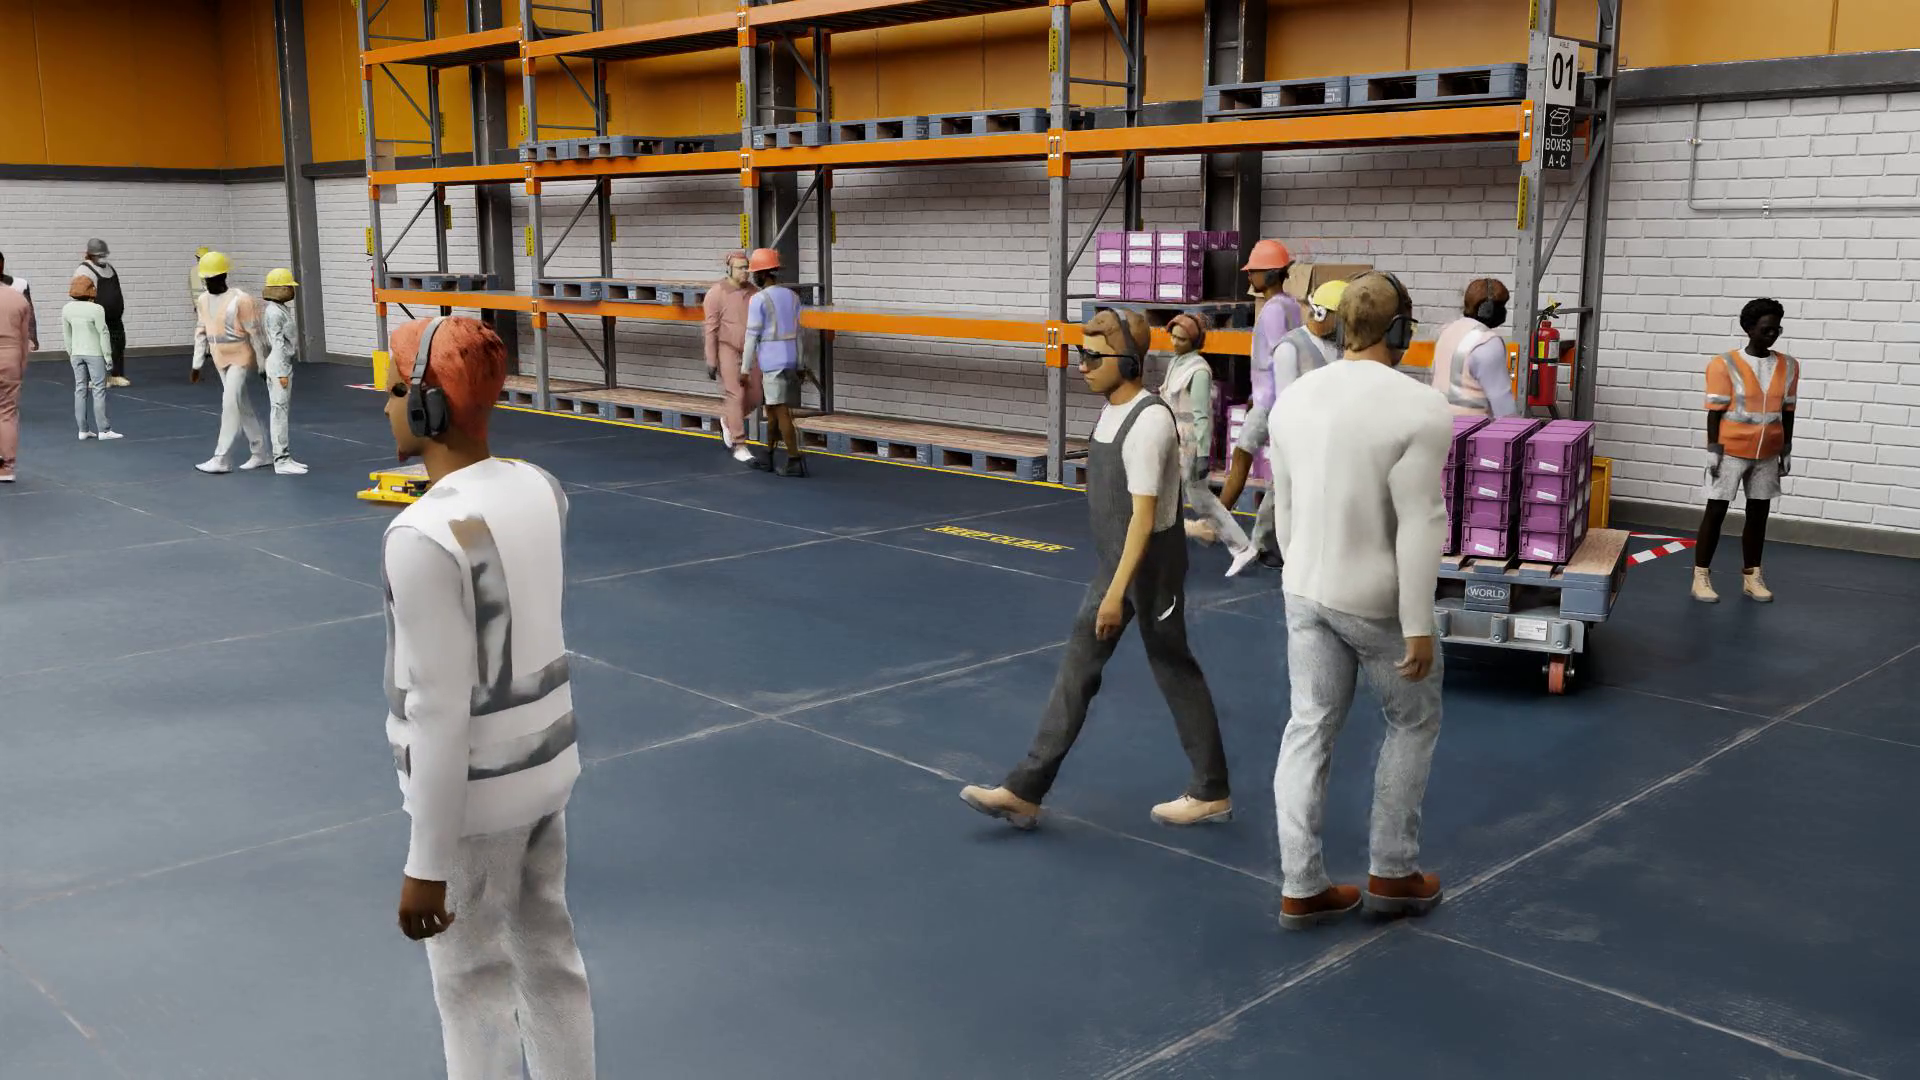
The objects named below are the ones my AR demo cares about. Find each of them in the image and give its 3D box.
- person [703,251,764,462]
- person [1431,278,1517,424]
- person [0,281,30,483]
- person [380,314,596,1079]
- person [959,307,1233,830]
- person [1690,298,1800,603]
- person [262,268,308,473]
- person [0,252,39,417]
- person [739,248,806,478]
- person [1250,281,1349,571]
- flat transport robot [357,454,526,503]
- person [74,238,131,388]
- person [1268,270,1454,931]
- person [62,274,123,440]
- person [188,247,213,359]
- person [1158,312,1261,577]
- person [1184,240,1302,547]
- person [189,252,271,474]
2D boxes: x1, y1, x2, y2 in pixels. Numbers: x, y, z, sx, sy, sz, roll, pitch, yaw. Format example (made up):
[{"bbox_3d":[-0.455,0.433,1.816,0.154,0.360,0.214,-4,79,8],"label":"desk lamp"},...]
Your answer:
[{"bbox_3d":[-2.035,-1.669,15.057,0.655,1.886,0.682,-9,14,-40],"label":"person"},{"bbox_3d":[2.881,-0.579,9.412,0.942,1.791,0.615,0,10,-1],"label":"person"},{"bbox_3d":[-7.903,-1.393,13.574,0.452,1.883,0.670,8,13,36],"label":"person"},{"bbox_3d":[-0.932,0.501,3.258,0.350,1.883,0.579,2,11,10],"label":"person"},{"bbox_3d":[0.516,0.127,5.550,0.976,1.782,0.511,-3,11,-17],"label":"person"},{"bbox_3d":[4.330,-0.485,9.161,0.536,1.690,0.324,-1,10,-4],"label":"person"},{"bbox_3d":[-5.772,-1.443,14.221,0.312,1.744,0.487,-3,11,-18],"label":"person"},{"bbox_3d":[-10.451,-2.233,18.186,0.592,1.878,0.962,-9,14,-40],"label":"person"},{"bbox_3d":[-1.641,-1.482,13.981,0.848,1.902,0.563,7,13,34],"label":"person"},{"bbox_3d":[2.054,-0.639,9.805,0.610,1.767,0.923,-6,12,-31],"label":"person"},{"bbox_3d":[-3.953,-0.486,13.025,0.652,0.197,1.431,5,11,24],"label":"flat transport robot"},{"bbox_3d":[-11.365,-3.009,21.954,0.641,2.000,0.716,2,11,13],"label":"person"},{"bbox_3d":[1.203,0.180,4.894,0.713,1.914,0.659,-8,13,-38],"label":"person"},{"bbox_3d":[-8.636,-1.809,16.511,0.500,1.636,0.280,3,11,13],"label":"person"},{"bbox_3d":[-12.363,-3.884,27.312,0.589,1.827,0.404,5,12,27],"label":"person"},{"bbox_3d":[1.370,-0.535,9.703,0.851,1.590,0.551,-1,10,-5],"label":"person"},{"bbox_3d":[1.948,-0.913,10.675,1.060,1.985,0.616,5,11,24],"label":"person"},{"bbox_3d":[-6.290,-1.499,14.180,0.593,1.876,0.870,6,12,30],"label":"person"}]
